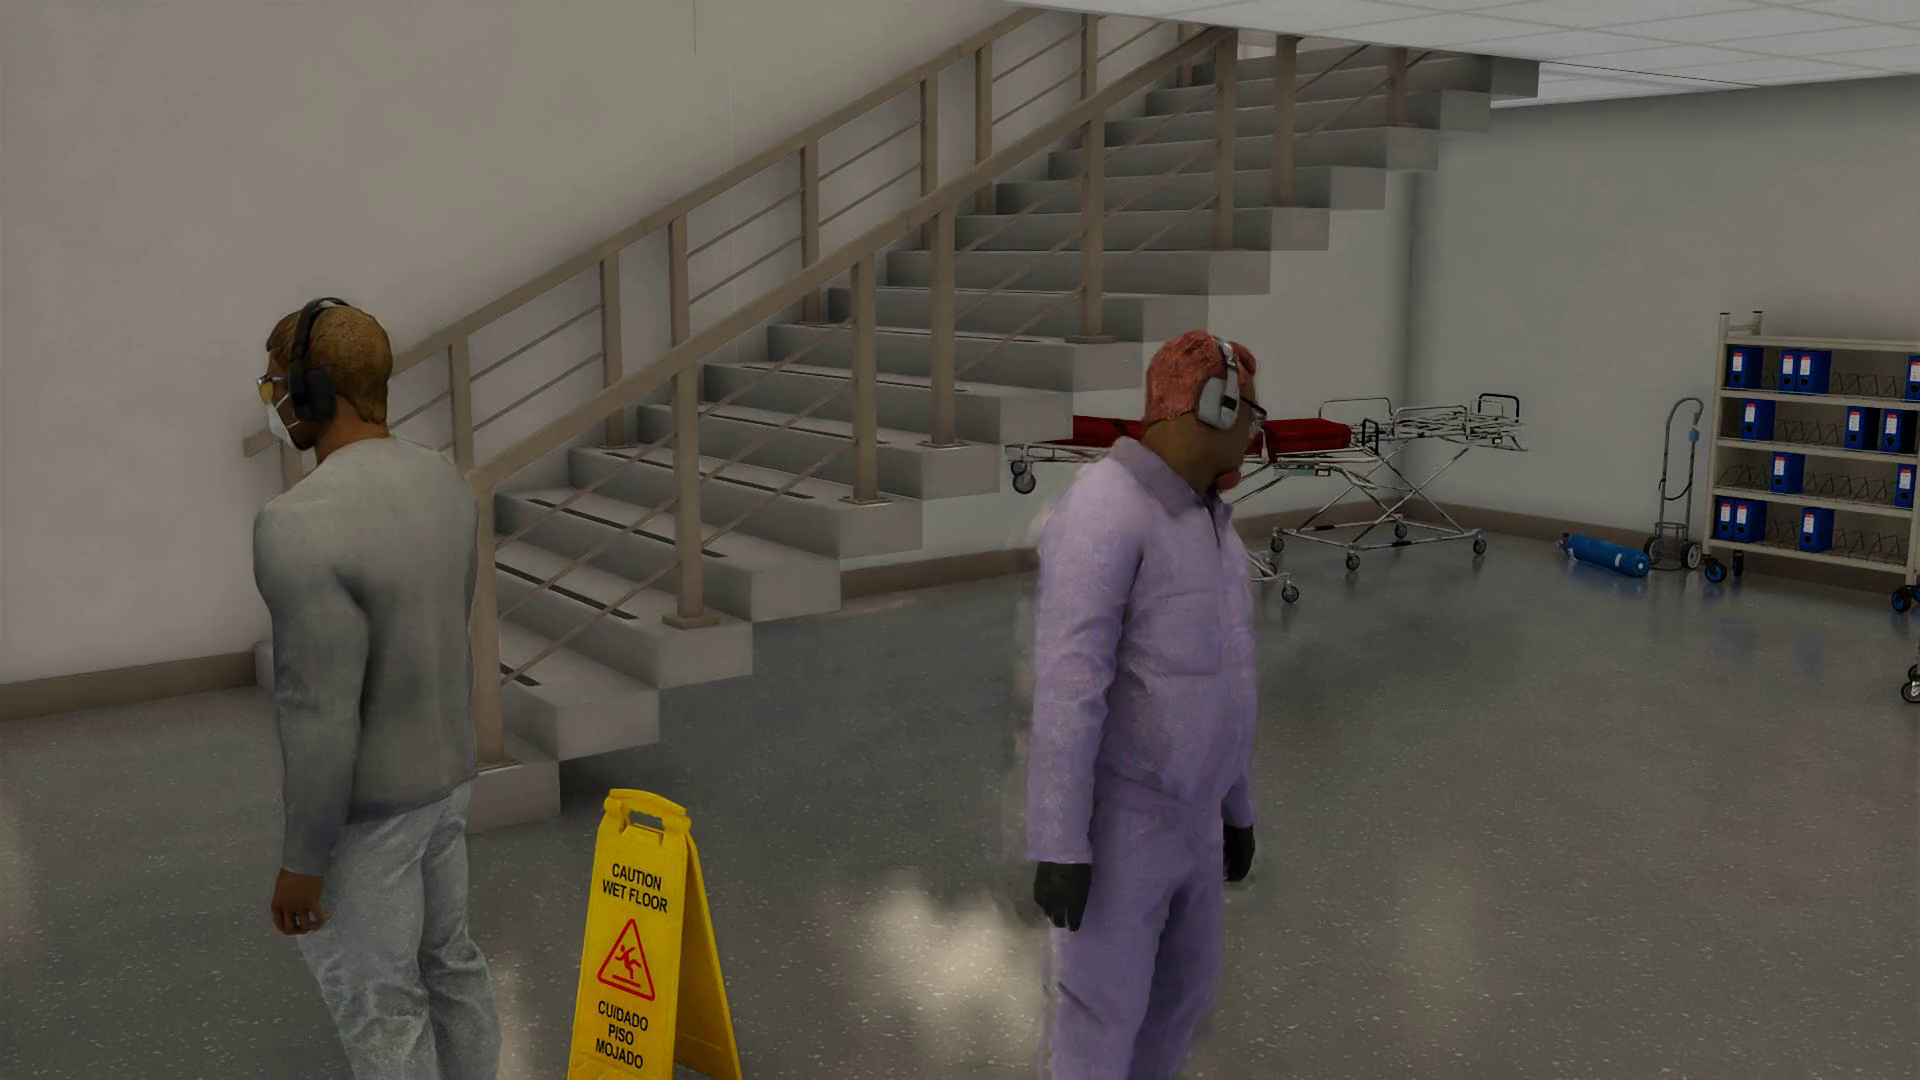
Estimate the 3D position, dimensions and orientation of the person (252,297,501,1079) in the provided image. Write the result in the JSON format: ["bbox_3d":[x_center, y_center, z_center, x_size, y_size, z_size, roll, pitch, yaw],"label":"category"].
[{"bbox_3d":[-1.121,0.509,3.211,0.355,1.936,0.635,2,10,9],"label":"person"}]

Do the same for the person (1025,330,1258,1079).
[{"bbox_3d":[0.372,0.544,3.215,0.394,1.875,0.730,6,12,32],"label":"person"}]
